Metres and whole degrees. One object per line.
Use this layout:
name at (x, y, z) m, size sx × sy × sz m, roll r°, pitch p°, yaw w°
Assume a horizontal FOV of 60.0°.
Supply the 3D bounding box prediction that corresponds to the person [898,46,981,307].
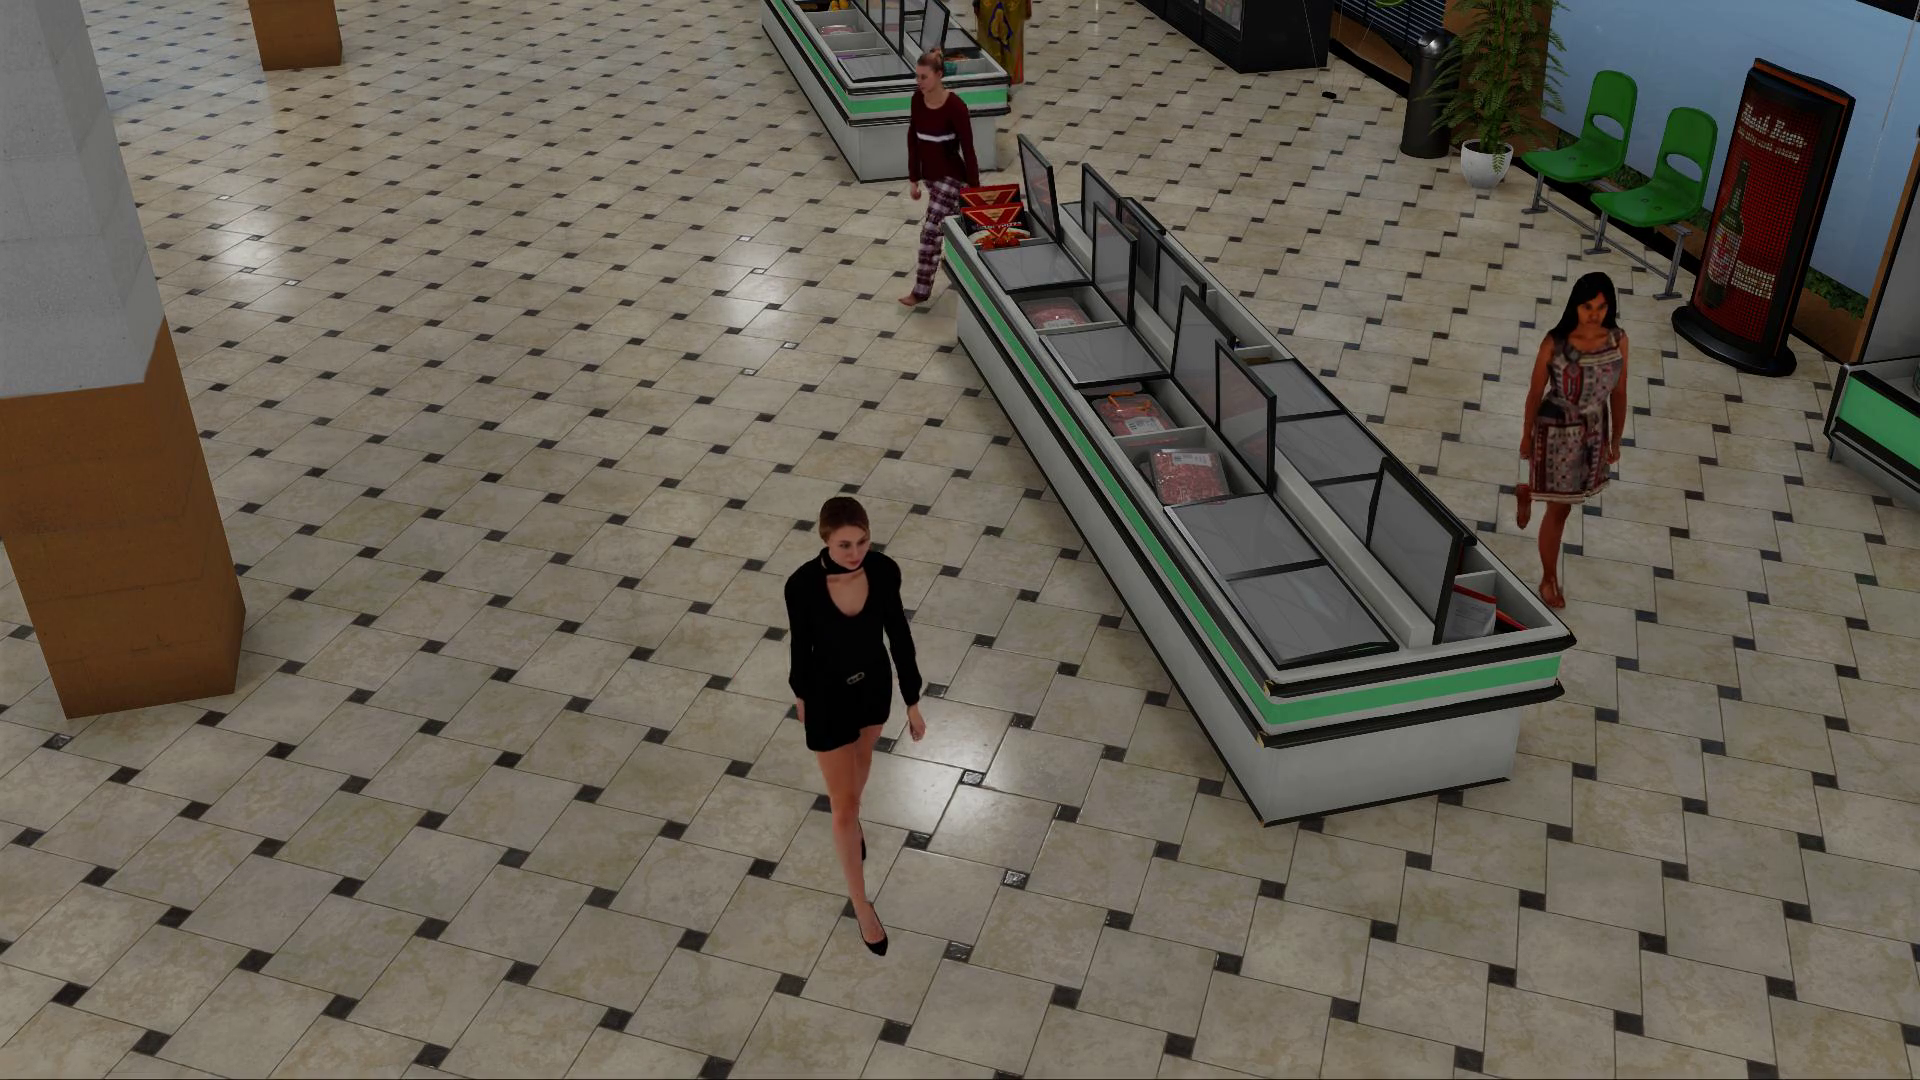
person at (-0.039, -2.358, 10.795) m, size 1.124 × 1.652 × 1.027 m, roll 26°, pitch 40°, yaw 35°

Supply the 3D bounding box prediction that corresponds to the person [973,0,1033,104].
person at (0.354, -4.689, 14.584) m, size 0.715 × 1.608 × 1.290 m, roll -7°, pitch 33°, yaw -11°

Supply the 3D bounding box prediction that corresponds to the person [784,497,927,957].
person at (-0.415, 0.549, 6.046) m, size 0.662 × 1.734 × 1.037 m, roll -13°, pitch 34°, yaw -19°

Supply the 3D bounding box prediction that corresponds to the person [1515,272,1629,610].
person at (2.862, -0.530, 7.886) m, size 0.760 × 1.623 × 1.055 m, roll -2°, pitch 32°, yaw -4°
